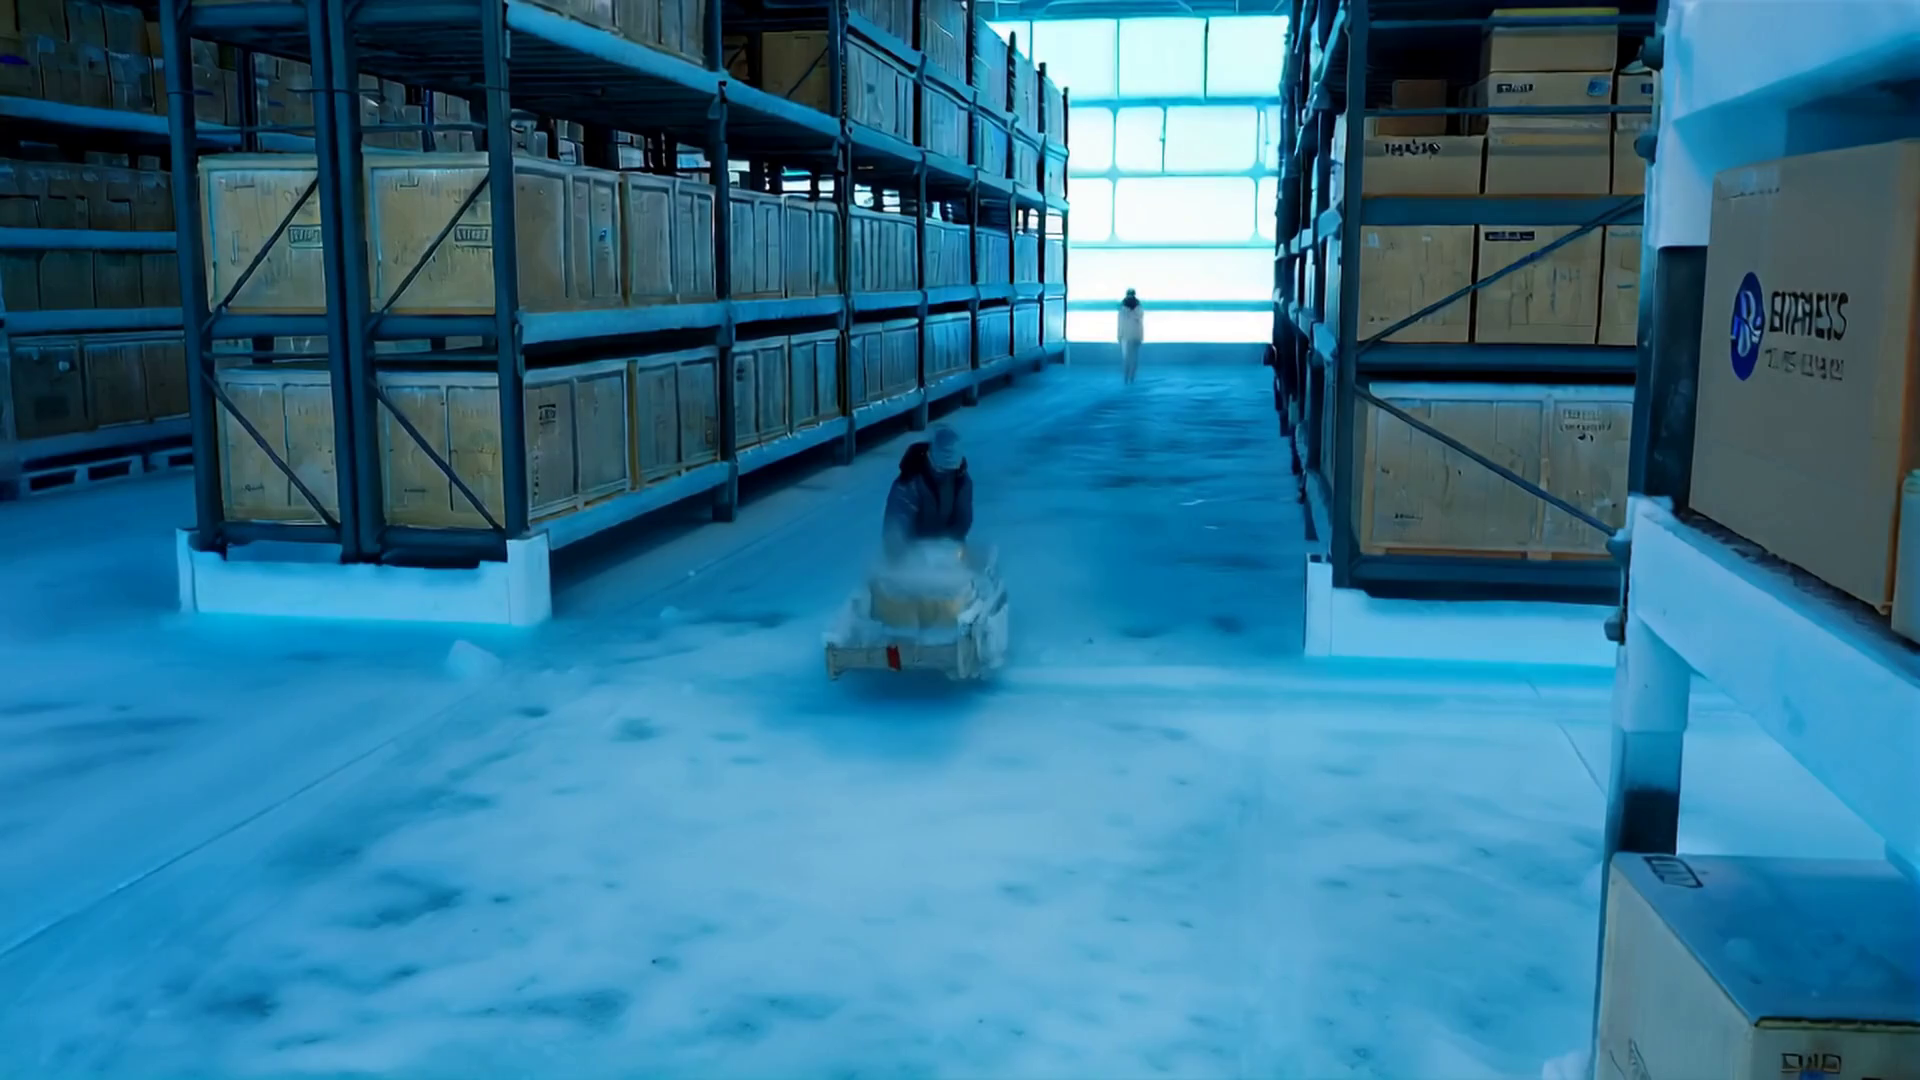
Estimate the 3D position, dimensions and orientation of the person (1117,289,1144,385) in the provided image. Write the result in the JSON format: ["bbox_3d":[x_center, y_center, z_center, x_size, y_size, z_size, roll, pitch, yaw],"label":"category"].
[{"bbox_3d":[3.064,-3.650,29.910,0.490,1.727,0.594,1,9,7],"label":"person"}]
